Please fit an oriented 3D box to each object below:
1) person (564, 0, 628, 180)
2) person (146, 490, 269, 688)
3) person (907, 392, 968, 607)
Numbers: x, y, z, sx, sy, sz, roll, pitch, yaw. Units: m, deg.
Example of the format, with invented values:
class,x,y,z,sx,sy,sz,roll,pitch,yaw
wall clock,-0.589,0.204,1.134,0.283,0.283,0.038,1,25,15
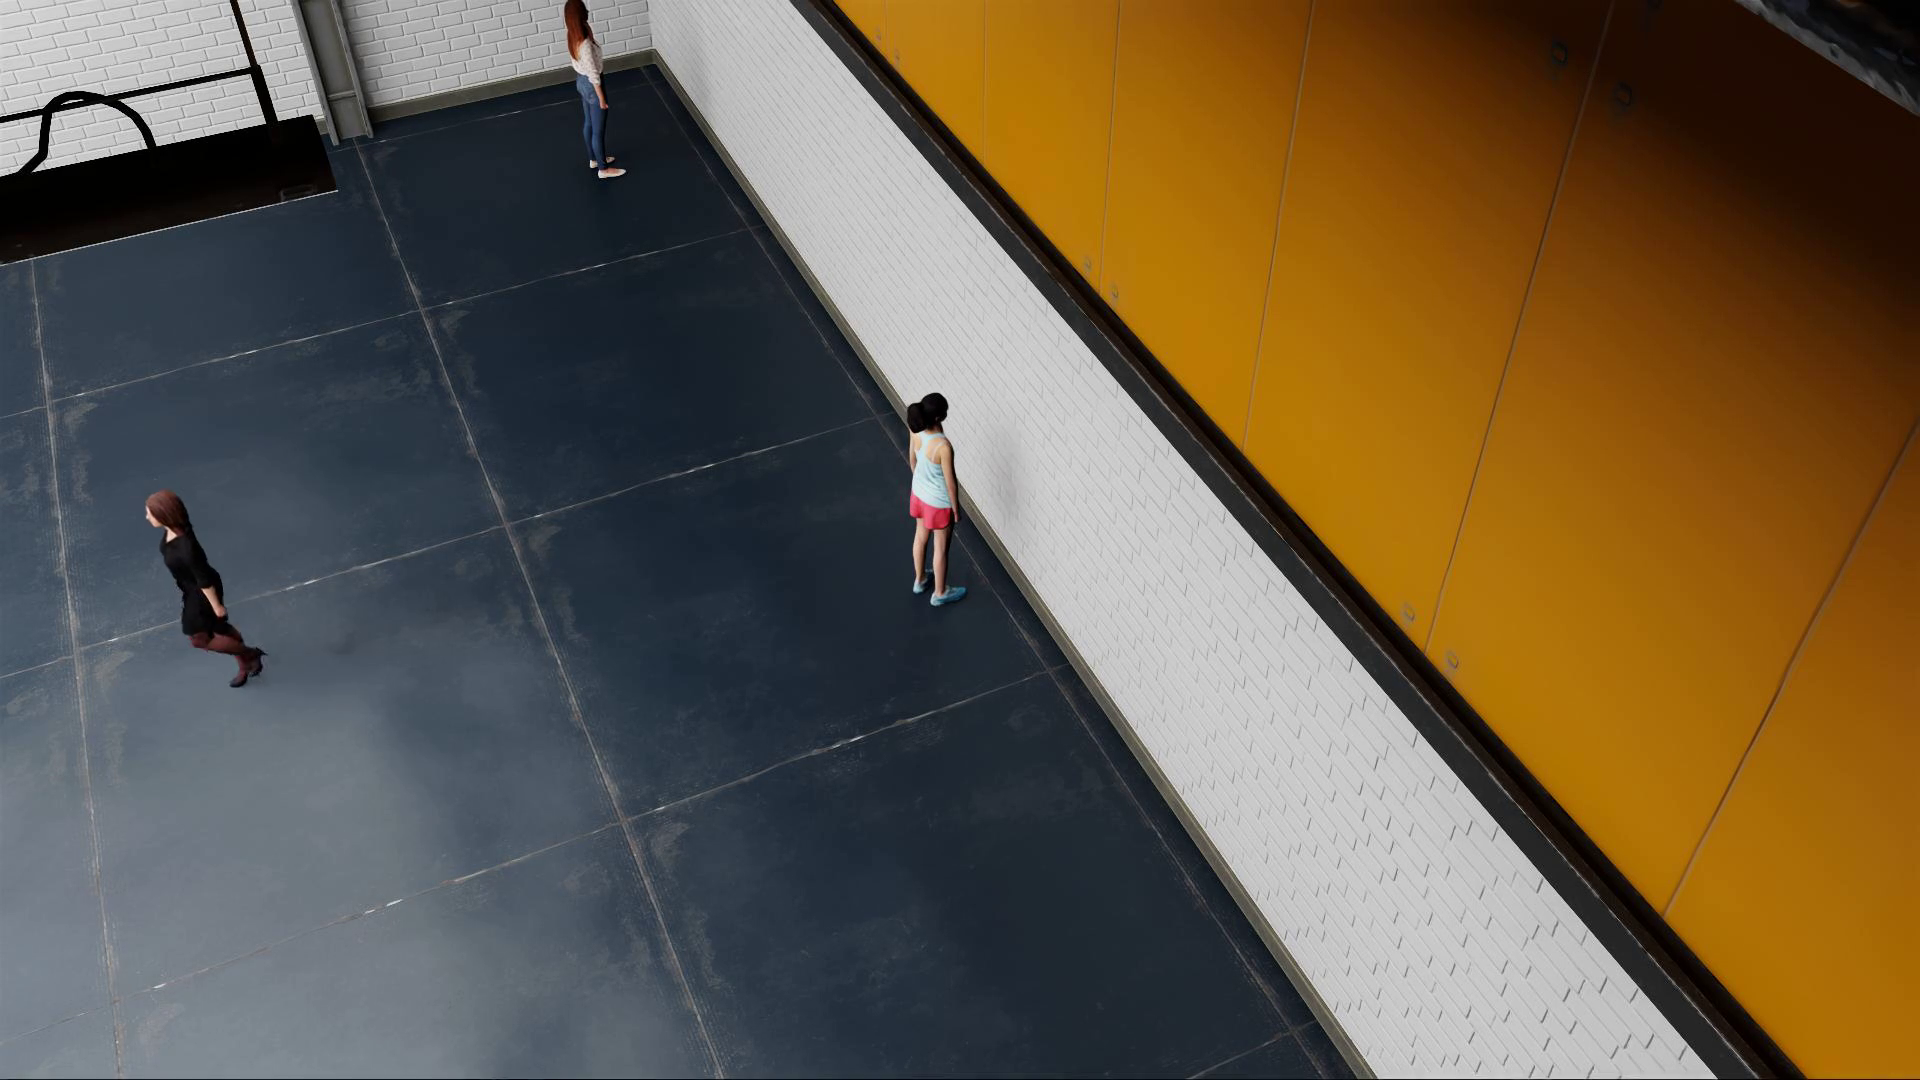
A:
class,x,y,z,sx,sy,sz,roll,pitch,yaw
person,-3.425,-4.186,15.398,0.533,1.728,0.591,-22,48,-21
person,-4.778,0.312,10.702,0.652,1.695,0.612,-23,48,-22
person,-0.174,-0.290,11.283,0.634,1.764,0.655,-31,51,-28
